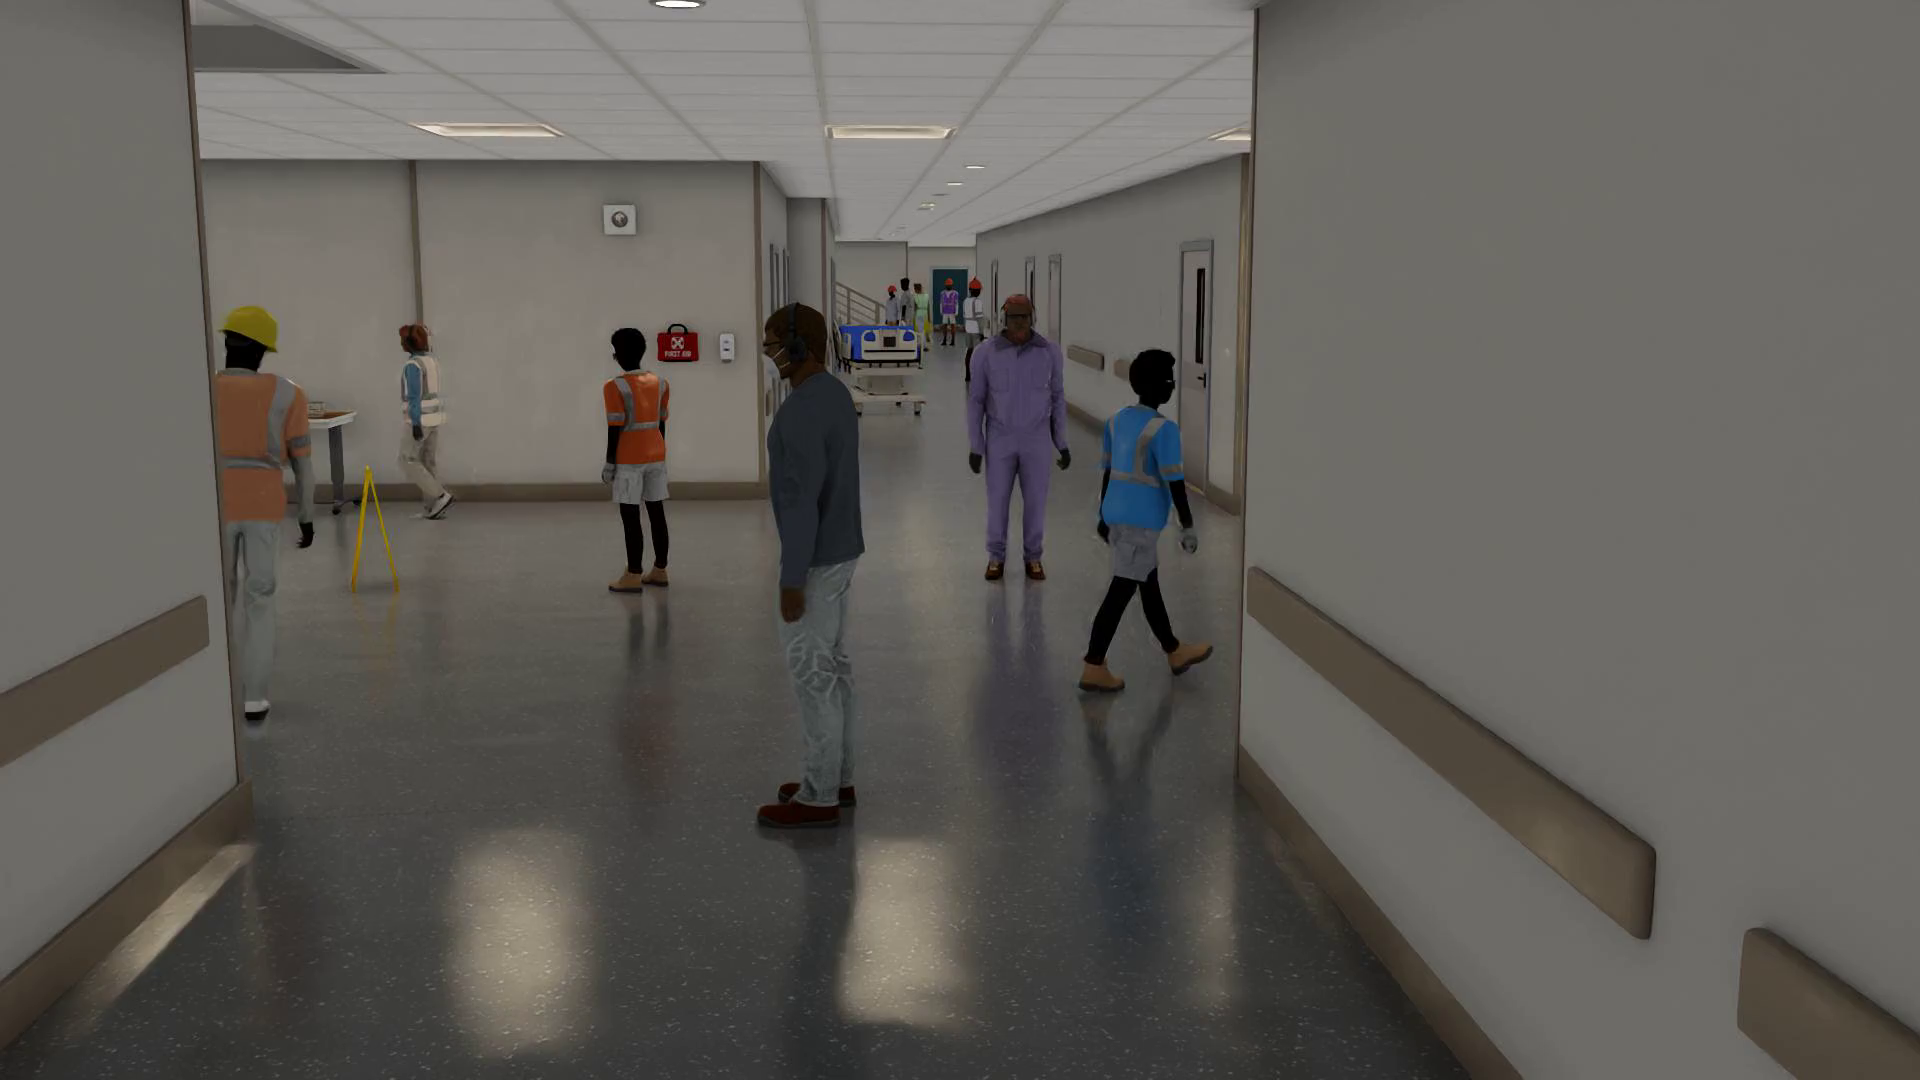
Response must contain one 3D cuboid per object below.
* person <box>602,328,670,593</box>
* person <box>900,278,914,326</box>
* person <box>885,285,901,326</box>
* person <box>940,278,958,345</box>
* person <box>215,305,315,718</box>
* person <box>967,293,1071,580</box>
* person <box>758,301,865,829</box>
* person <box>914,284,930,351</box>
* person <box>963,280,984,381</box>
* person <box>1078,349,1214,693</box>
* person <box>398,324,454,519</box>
[{"bbox_3d":[-2.073,-0.508,10.639,0.319,1.692,0.533,6,11,33],"label":"person"},{"bbox_3d":[-1.391,-5.851,43.372,0.387,1.954,0.610,3,10,18],"label":"person"},{"bbox_3d":[-1.798,-5.888,44.224,0.328,1.752,0.563,-9,13,-44],"label":"person"},{"bbox_3d":[-0.319,-6.567,47.931,0.548,1.934,0.382,3,9,16],"label":"person"},{"bbox_3d":[-3.294,-0.132,7.677,0.601,1.879,0.600,-3,10,-20],"label":"person"},{"bbox_3d":[0.387,-0.679,11.063,0.670,1.908,0.403,-1,9,-5],"label":"person"},{"bbox_3d":[-0.544,0.093,6.131,0.377,1.931,0.636,1,9,7],"label":"person"},{"bbox_3d":[-1.125,-5.961,44.563,0.584,1.785,0.989,-7,12,-38],"label":"person"},{"bbox_3d":[0.285,-3.994,31.757,0.354,1.939,0.545,-7,11,-36],"label":"person"},{"bbox_3d":[0.921,-0.093,8.107,0.850,1.653,0.550,-4,10,-24],"label":"person"},{"bbox_3d":[-4.426,-0.952,13.655,0.375,1.628,0.521,0,9,3],"label":"person"}]
